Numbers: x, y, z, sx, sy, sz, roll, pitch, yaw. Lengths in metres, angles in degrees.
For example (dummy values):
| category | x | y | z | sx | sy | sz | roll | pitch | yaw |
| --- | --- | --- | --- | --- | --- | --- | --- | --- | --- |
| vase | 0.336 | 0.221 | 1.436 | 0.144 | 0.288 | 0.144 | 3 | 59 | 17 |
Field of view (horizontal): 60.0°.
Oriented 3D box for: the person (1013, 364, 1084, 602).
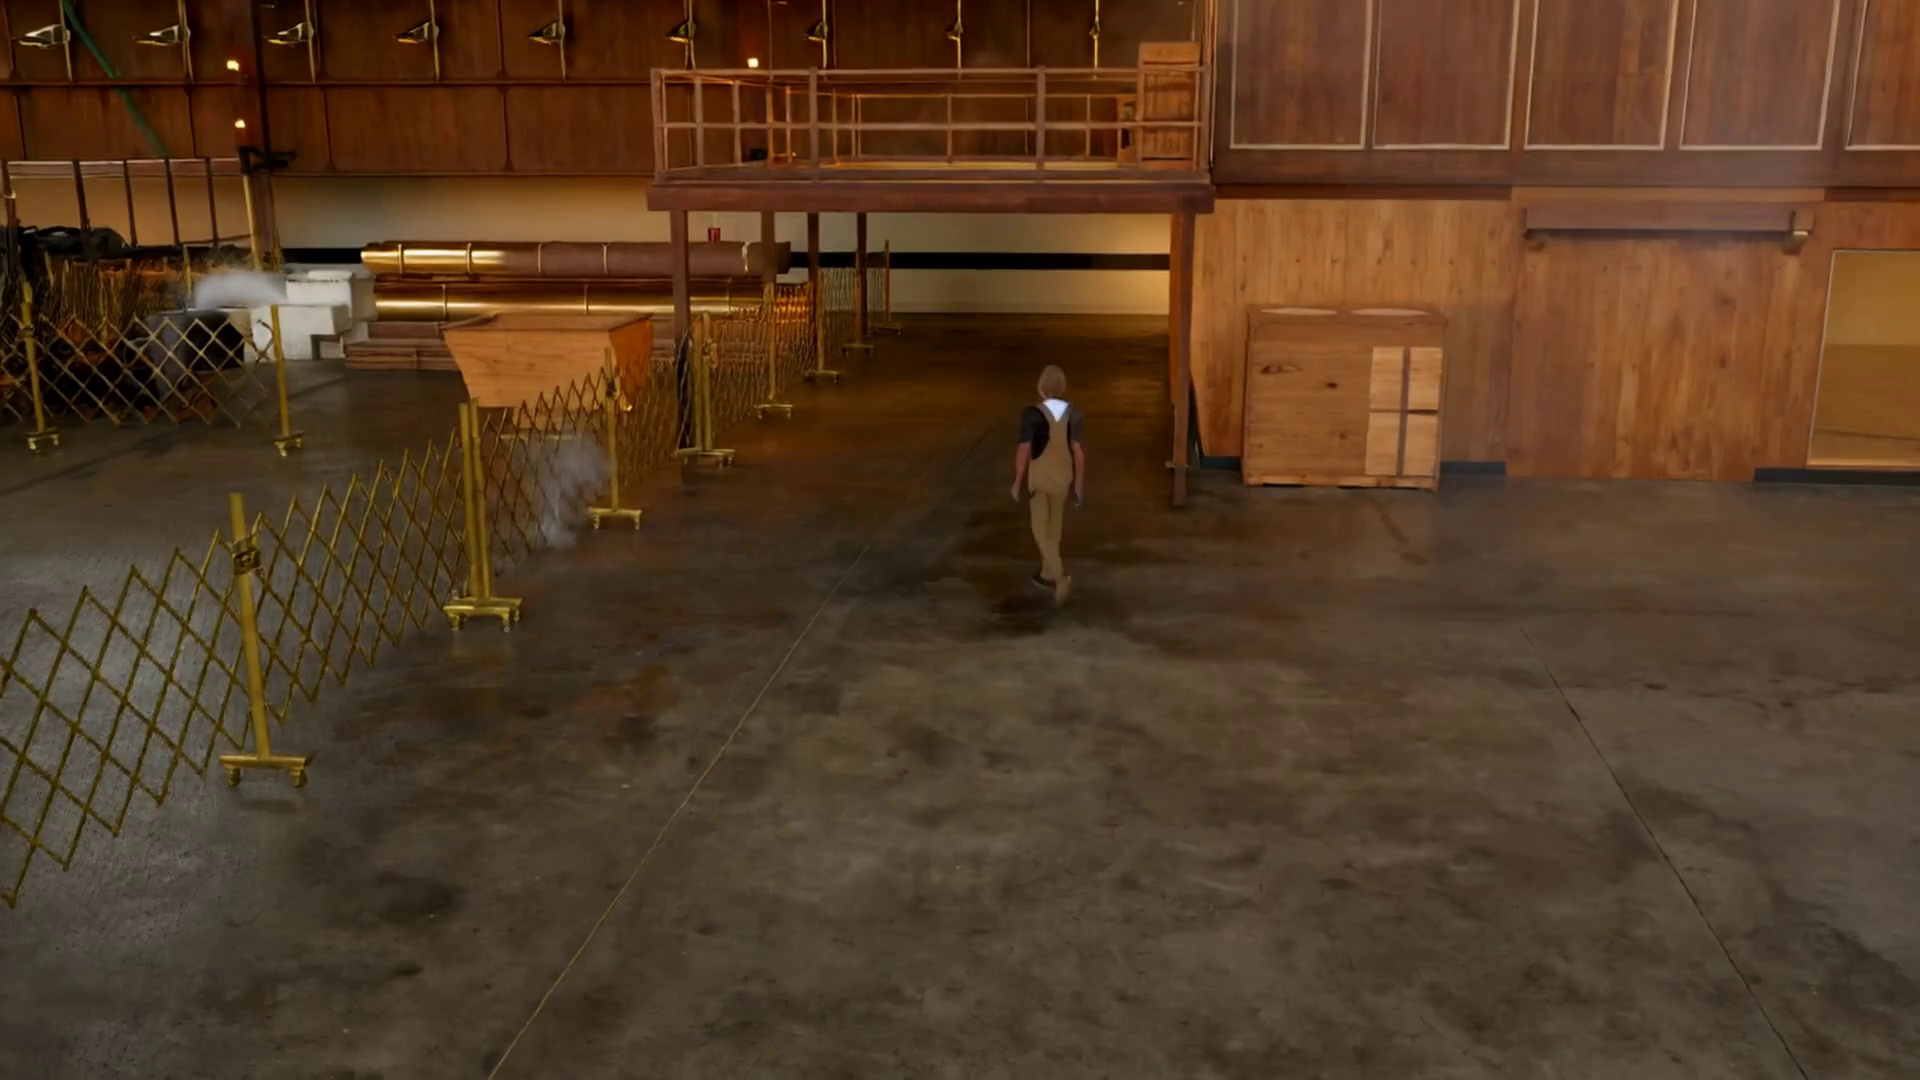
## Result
| category | x | y | z | sx | sy | sz | roll | pitch | yaw |
| --- | --- | --- | --- | --- | --- | --- | --- | --- | --- |
| person | 0.731 | -0.435 | 12.797 | 0.518 | 1.818 | 0.806 | -5 | 15 | -21 |

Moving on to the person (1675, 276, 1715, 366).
| category | x | y | z | sx | sy | sz | roll | pitch | yaw |
| --- | --- | --- | --- | --- | --- | --- | --- | --- | --- |
| person | 8.754 | -2.188 | 19.764 | 0.433 | 1.891 | 0.678 | -4 | 14 | -15 |

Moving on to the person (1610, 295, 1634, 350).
| category | x | y | z | sx | sy | sz | roll | pitch | yaw |
| --- | --- | --- | --- | --- | --- | --- | --- | --- | --- |
| person | 9.771 | -3.379 | 24.807 | 0.767 | 1.826 | 0.512 | -3 | 14 | -14 |
